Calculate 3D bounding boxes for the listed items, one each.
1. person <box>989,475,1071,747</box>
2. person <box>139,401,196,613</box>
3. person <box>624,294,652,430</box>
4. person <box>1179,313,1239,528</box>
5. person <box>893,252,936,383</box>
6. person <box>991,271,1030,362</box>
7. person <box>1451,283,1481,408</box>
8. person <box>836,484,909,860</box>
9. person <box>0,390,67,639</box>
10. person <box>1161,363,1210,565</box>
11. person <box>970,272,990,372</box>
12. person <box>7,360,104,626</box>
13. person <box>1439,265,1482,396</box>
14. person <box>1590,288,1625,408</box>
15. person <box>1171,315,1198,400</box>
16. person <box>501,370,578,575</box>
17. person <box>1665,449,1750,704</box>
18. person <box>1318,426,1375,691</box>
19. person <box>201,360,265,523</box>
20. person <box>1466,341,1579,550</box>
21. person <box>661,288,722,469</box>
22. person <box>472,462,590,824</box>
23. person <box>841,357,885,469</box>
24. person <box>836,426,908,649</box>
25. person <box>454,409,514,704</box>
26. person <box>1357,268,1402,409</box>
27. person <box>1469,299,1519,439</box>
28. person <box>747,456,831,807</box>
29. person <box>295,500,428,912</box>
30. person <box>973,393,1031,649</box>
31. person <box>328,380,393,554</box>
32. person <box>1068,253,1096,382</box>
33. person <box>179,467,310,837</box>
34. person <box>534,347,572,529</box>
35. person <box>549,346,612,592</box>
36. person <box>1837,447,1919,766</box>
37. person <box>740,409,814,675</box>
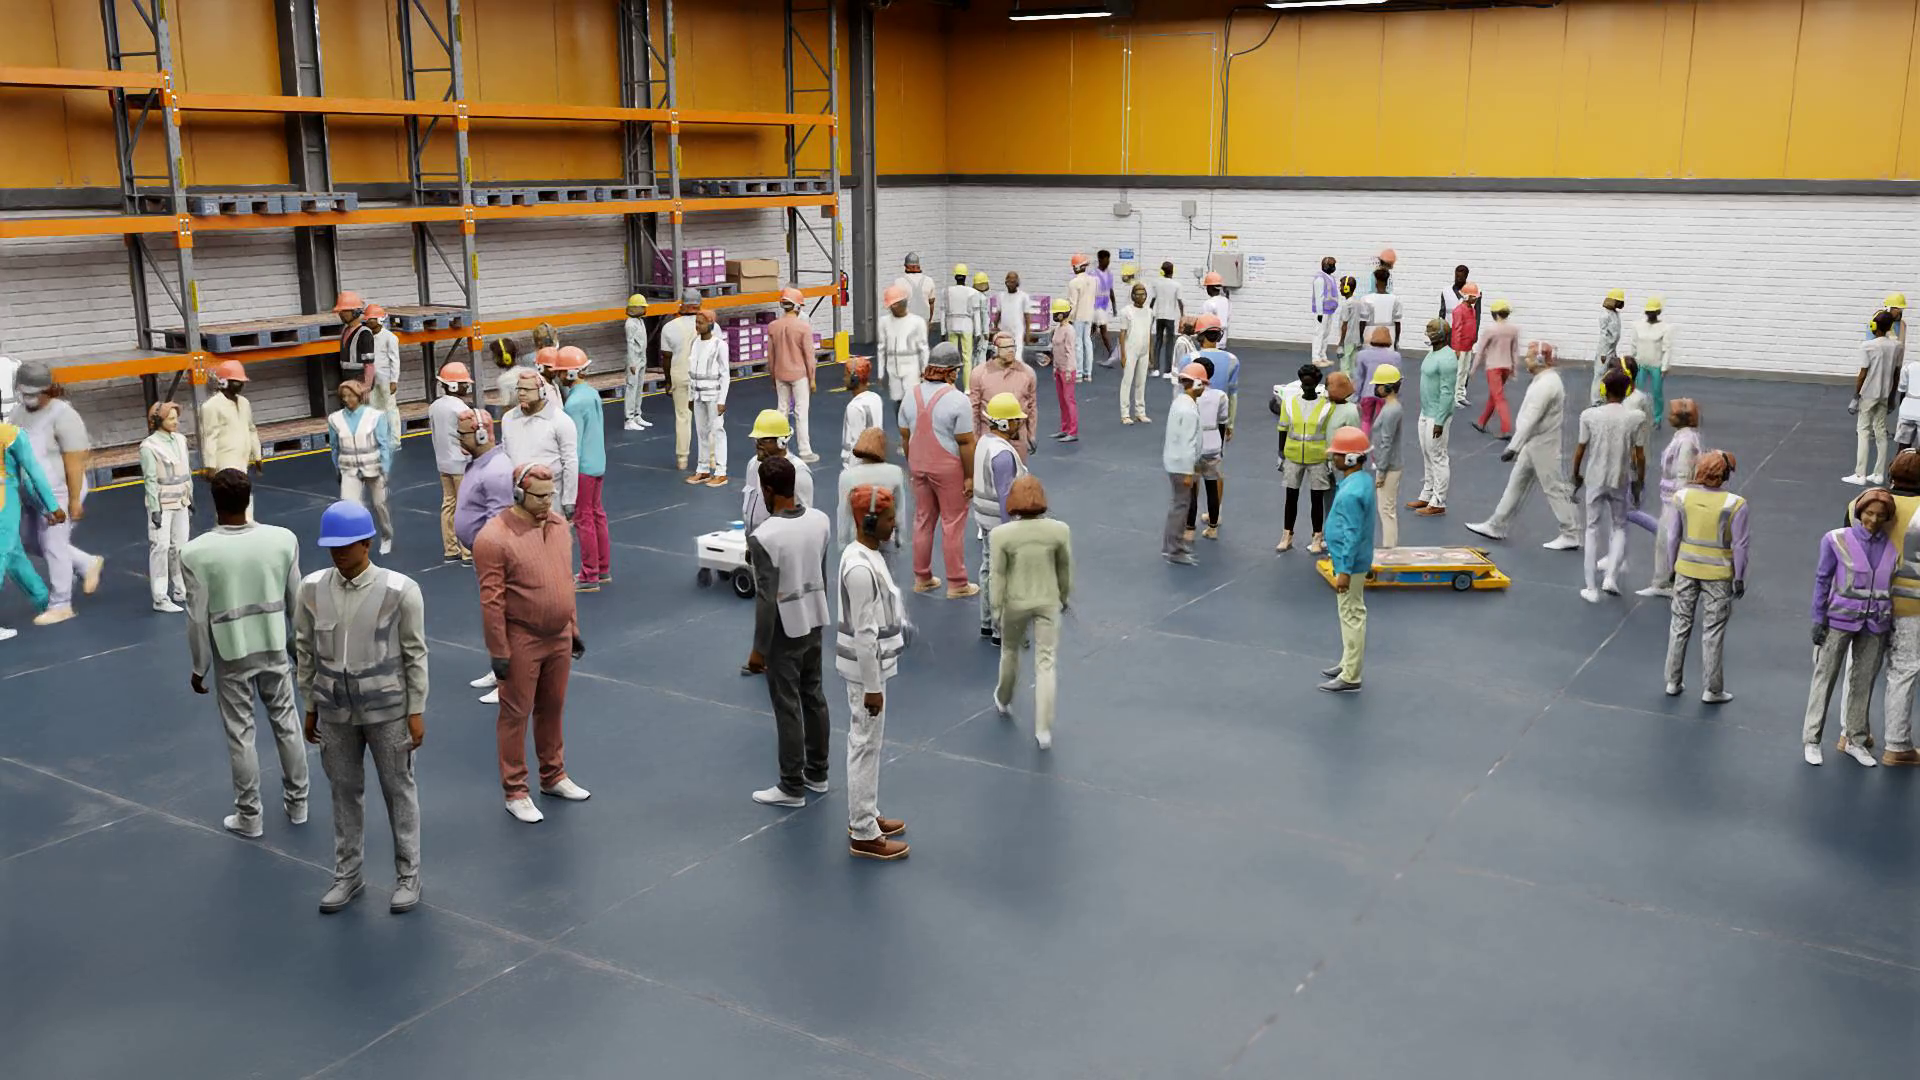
[{"bbox_3d":[0.419,0.394,10.091,0.518,1.591,0.856,-1,13,-6],"label":"person"},{"bbox_3d":[-6.101,-0.260,12.843,0.318,1.630,0.513,2,13,8],"label":"person"},{"bbox_3d":[-4.152,-2.291,21.418,0.345,1.738,0.485,2,13,8],"label":"person"},{"bbox_3d":[2.316,-1.121,15.708,0.611,2.029,0.409,-6,14,-23],"label":"person"},{"bbox_3d":[-0.746,-3.378,25.457,0.682,2.000,0.537,-6,14,-23],"label":"person"},{"bbox_3d":[0.740,-3.004,24.292,0.526,1.830,0.391,6,14,25],"label":"person"},{"bbox_3d":[7.063,-2.719,23.250,0.352,1.743,0.571,10,16,38],"label":"person"},{"bbox_3d":[-0.442,0.650,8.327,0.356,1.886,0.574,-1,13,-3],"label":"person"},{"bbox_3d":[-6.985,-0.242,12.246,0.625,1.853,1.028,4,14,17],"label":"person"},{"bbox_3d":[1.949,-0.656,14.329,0.387,1.733,0.619,-1,13,-3],"label":"person"},{"bbox_3d":[0.325,-3.184,25.267,0.287,1.746,0.487,-5,14,-22],"label":"person"},{"bbox_3d":[-6.857,-0.409,12.581,0.689,2.000,0.726,6,14,25],"label":"person"},{"bbox_3d":[7.339,-3.085,24.457,0.591,1.916,0.383,7,15,29],"label":"person"},{"bbox_3d":[8.744,-2.519,22.396,0.313,1.738,0.483,11,17,40],"label":"person"},{"bbox_3d":[2.652,-1.842,19.696,0.313,1.634,0.514,4,14,17],"label":"person"},{"bbox_3d":[-3.188,-0.326,12.514,0.650,1.907,0.402,5,14,20],"label":"person"},{"bbox_3d":[4.779,0.233,10.671,0.311,1.642,0.513,-11,17,-41],"label":"person"},{"bbox_3d":[2.532,0.123,10.899,0.336,1.753,0.564,4,14,18],"label":"person"},{"bbox_3d":[-6.268,-0.705,14.532,0.689,1.723,0.596,2,13,9],"label":"person"},{"bbox_3d":[5.125,-0.844,14.881,0.988,1.850,0.644,4,13,16],"label":"person"},{"bbox_3d":[-2.988,-1.819,18.696,0.687,2.000,0.535,-1,13,-5],"label":"person"},{"bbox_3d":[-2.242,0.525,8.832,0.405,1.904,0.636,8,15,30],"label":"person"},{"bbox_3d":[-0.790,-0.544,13.512,0.352,1.881,0.576,4,13,15],"label":"person"},{"bbox_3d":[-0.594,0.010,11.702,0.517,1.604,0.578,-7,15,-28],"label":"person"},{"bbox_3d":[-3.044,0.094,10.724,0.395,1.900,0.647,-6,14,-24],"label":"person"},{"bbox_3d":[5.790,-2.773,23.018,0.605,1.957,0.376,-1,13,-3],"label":"person"},{"bbox_3d":[6.689,-2.142,20.797,0.538,1.716,0.901,-6,14,-23],"label":"person"},{"bbox_3d":[-0.907,0.493,8.950,0.393,1.913,0.587,8,15,31],"label":"person"},{"bbox_3d":[-2.752,0.768,7.680,0.601,1.948,0.386,1,13,2],"label":"person"},{"bbox_3d":[0.305,-0.138,11.862,0.404,1.832,0.594,-3,13,-14],"label":"person"},{"bbox_3d":[-5.149,-0.597,14.358,0.521,1.603,0.827,-1,13,-5],"label":"person"},{"bbox_3d":[1.872,-3.453,25.888,0.379,1.994,0.611,10,16,37],"label":"person"},{"bbox_3d":[-3.654,0.581,8.555,0.590,1.919,0.393,-11,17,-41],"label":"person"},{"bbox_3d":[-3.792,-0.920,15.432,0.341,1.745,0.573,0,13,2],"label":"person"},{"bbox_3d":[-3.057,-0.571,13.407,0.407,1.986,0.616,1,13,6],"label":"person"},{"bbox_3d":[5.400,0.379,9.595,0.429,1.846,0.629,-7,15,-26],"label":"person"},{"bbox_3d":[-1.240,0.038,11.098,0.590,1.833,0.404,11,17,40],"label":"person"}]
